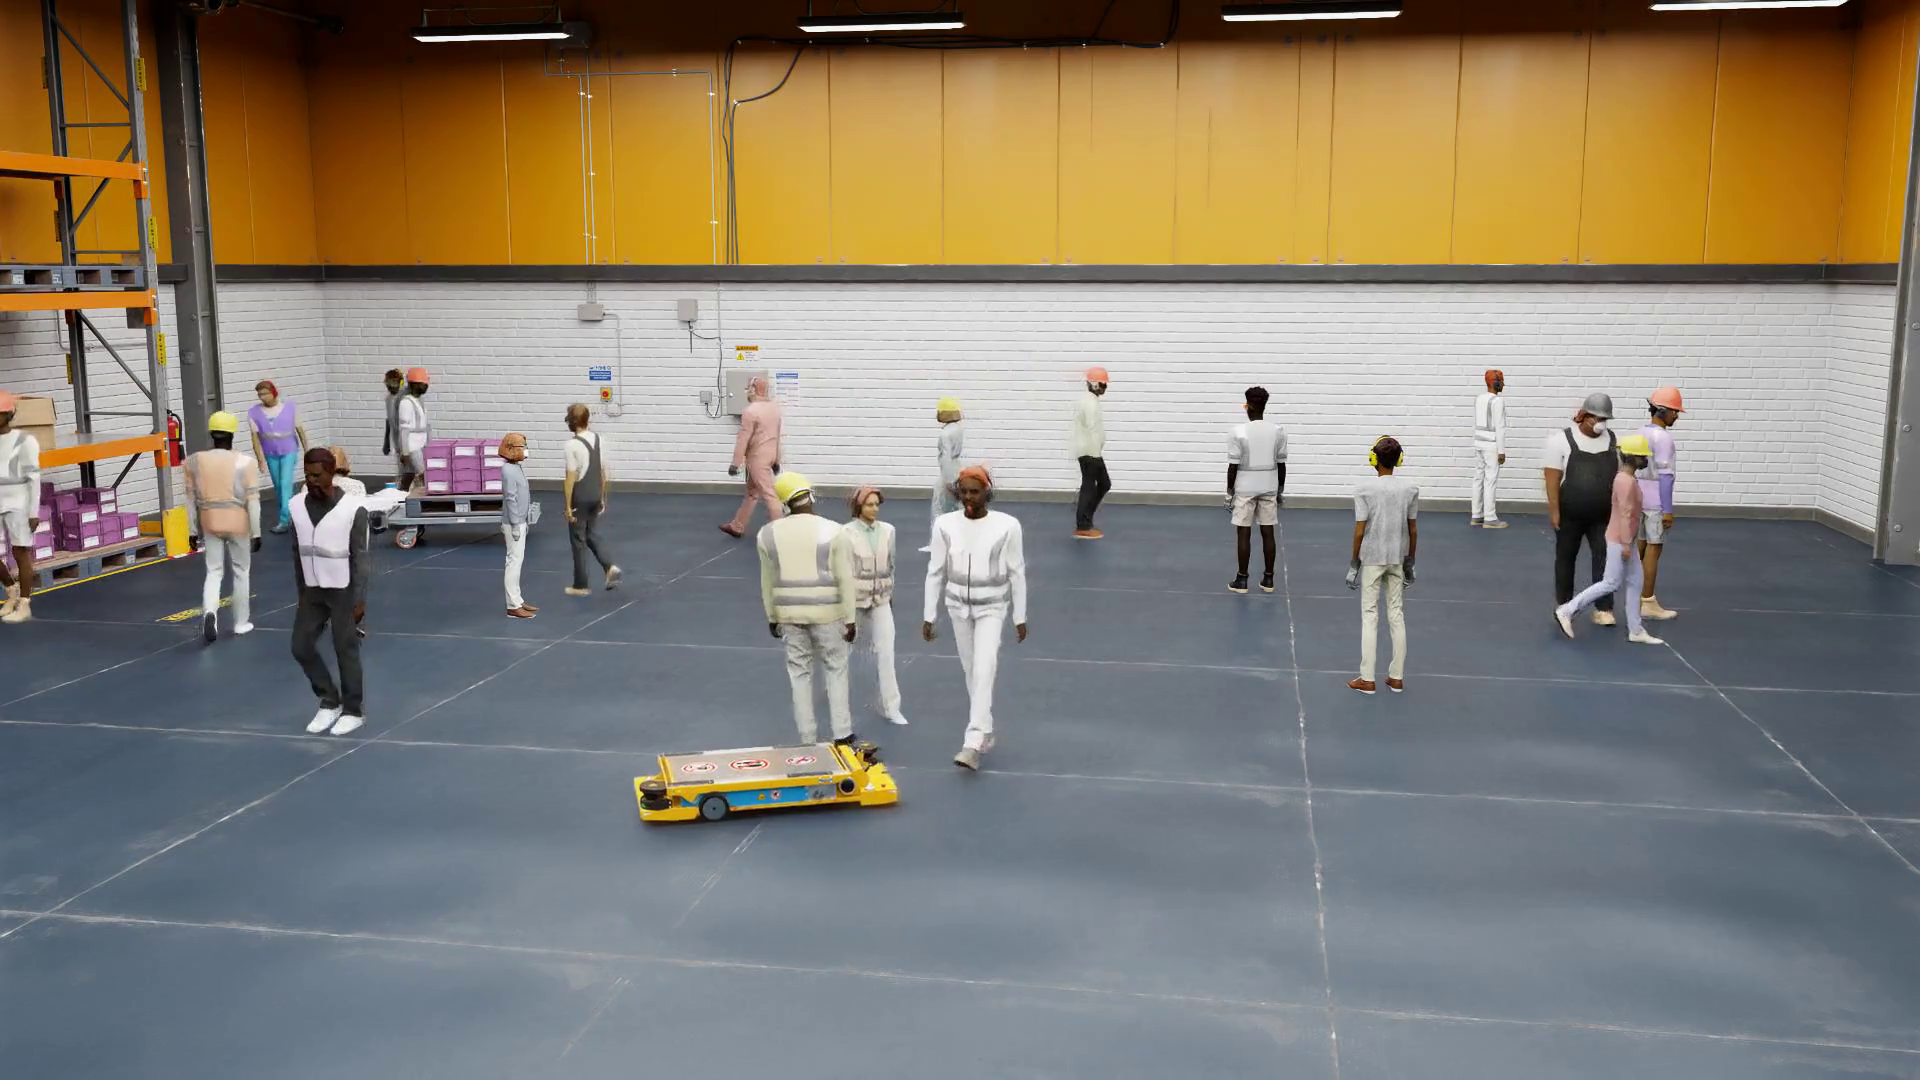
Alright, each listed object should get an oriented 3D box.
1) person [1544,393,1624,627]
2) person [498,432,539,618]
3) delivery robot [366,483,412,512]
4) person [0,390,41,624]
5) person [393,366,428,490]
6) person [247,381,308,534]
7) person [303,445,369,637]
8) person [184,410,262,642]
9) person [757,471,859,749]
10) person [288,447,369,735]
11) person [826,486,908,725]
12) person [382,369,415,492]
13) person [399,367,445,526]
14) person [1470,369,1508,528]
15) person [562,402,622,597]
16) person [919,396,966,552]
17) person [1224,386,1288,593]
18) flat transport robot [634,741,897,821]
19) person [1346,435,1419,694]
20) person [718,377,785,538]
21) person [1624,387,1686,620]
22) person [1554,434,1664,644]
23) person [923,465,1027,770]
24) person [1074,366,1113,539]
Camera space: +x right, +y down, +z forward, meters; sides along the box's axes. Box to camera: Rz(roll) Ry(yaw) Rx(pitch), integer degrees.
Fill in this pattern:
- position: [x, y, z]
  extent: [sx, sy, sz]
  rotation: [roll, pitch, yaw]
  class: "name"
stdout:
- position: [5.396, -0.279, 14.300]
  extent: [0.697, 2.000, 0.836]
  rotation: [1, 9, 5]
  class: "person"
- position: [-3.901, -0.135, 14.666]
  extent: [0.282, 1.633, 0.500]
  rotation: [-1, 9, -8]
  class: "person"
- position: [-6.685, -0.430, 19.542]
  extent: [0.707, 0.478, 0.477]
  rotation: [-6, 11, -34]
  class: "delivery robot"
- position: [-8.218, -0.279, 14.318]
  extent: [0.632, 2.032, 0.420]
  rotation: [1, 9, 8]
  class: "person"
- position: [-6.595, -1.141, 20.101]
  extent: [0.529, 1.906, 0.635]
  rotation: [-6, 11, -34]
  class: "person"
- position: [-7.975, -0.979, 19.494]
  extent: [0.591, 1.795, 0.827]
  rotation: [-1, 9, -6]
  class: "person"
- position: [-5.102, 0.036, 13.633]
  extent: [0.508, 1.618, 0.345]
  rotation: [-3, 10, -16]
  class: "person"
- position: [-6.058, -0.110, 13.680]
  extent: [0.595, 1.903, 0.731]
  rotation: [-1, 9, -9]
  class: "person"
- position: [-0.961, 0.461, 10.488]
  extent: [0.630, 1.797, 0.426]
  rotation: [2, 9, 11]
  class: "person"
- position: [-4.125, 0.342, 10.861]
  extent: [0.613, 1.900, 0.513]
  rotation: [3, 10, 18]
  class: "person"
- position: [-0.671, 0.416, 11.386]
  extent: [0.523, 1.606, 0.873]
  rotation: [-6, 11, -32]
  class: "person"
- position: [-6.961, -1.217, 20.759]
  extent: [0.660, 1.843, 0.469]
  rotation: [8, 12, 42]
  class: "person"
- position: [-6.390, -1.109, 19.876]
  extent: [0.927, 1.893, 0.548]
  rotation: [-1, 9, -4]
  class: "person"
- position: [6.303, -1.083, 19.774]
  extent: [0.354, 1.883, 0.573]
  rotation: [-2, 9, -14]
  class: "person"
- position: [-3.468, -0.361, 15.444]
  extent: [0.509, 1.835, 0.529]
  rotation: [5, 11, 30]
  class: "person"
- position: [-0.034, -0.698, 17.909]
  extent: [0.765, 1.716, 0.486]
  rotation: [4, 10, 24]
  class: "person"
- position: [2.793, -0.475, 15.744]
  extent: [0.613, 1.964, 0.361]
  rotation: [-2, 9, -13]
  class: "person"
- position: [-1.126, 1.370, 9.541]
  extent: [1.431, 0.197, 0.652]
  rotation: [-2, 9, -14]
  class: "flat transport robot"
- position: [3.040, 0.177, 12.002]
  extent: [0.531, 1.870, 0.317]
  rotation: [-2, 9, -12]
  class: "person"
- position: [-2.312, -0.896, 18.696]
  extent: [0.992, 1.854, 0.657]
  rotation: [3, 10, 20]
  class: "person"
- position: [6.107, -0.322, 14.589]
  extent: [0.392, 2.034, 0.605]
  rotation: [0, 9, -2]
  class: "person"
- position: [5.333, -0.009, 13.580]
  extent: [0.795, 1.739, 0.532]
  rotation: [4, 10, 23]
  class: "person"
- position: [0.050, 0.478, 10.196]
  extent: [0.609, 1.843, 0.923]
  rotation: [4, 10, 21]
  class: "person"
- position: [1.510, -0.982, 18.887]
  extent: [0.451, 1.974, 0.623]
  rotation: [1, 9, 7]
  class: "person"
